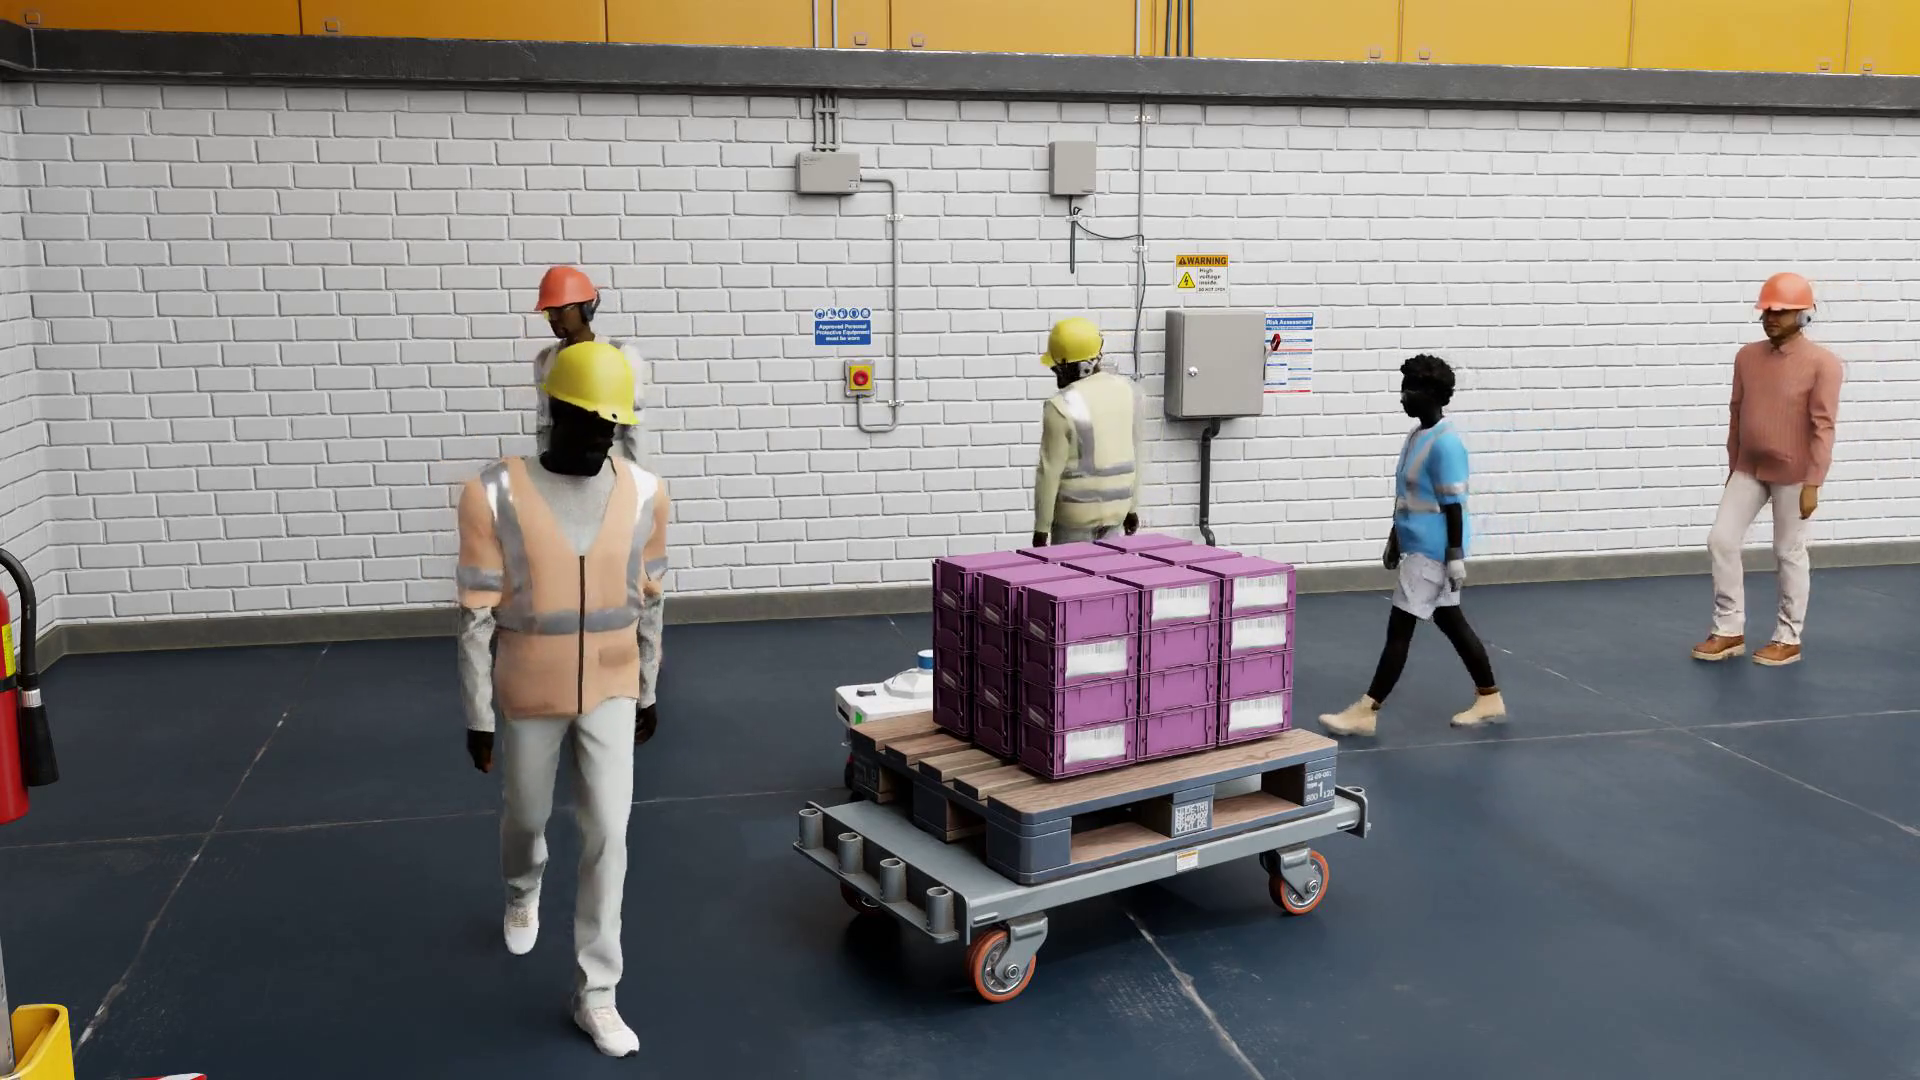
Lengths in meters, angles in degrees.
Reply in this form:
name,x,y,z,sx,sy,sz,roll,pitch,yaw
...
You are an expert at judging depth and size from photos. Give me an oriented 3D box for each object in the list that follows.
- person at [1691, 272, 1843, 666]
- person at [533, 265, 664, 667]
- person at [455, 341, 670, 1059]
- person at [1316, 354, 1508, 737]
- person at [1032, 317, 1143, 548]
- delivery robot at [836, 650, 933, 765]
name,x,y,z,sx,sy,sz,roll,pitch,yaw
person,3.986,-0.329,8.254,0.721,1.966,0.649,-5,11,-26
person,-1.743,-0.302,7.970,0.655,2.021,0.682,4,11,23
person,-1.104,0.376,4.623,0.596,1.875,0.944,-5,11,-27
person,2.018,0.031,7.146,0.848,1.651,0.551,1,10,5
person,0.575,-0.138,7.700,0.617,1.784,0.450,-8,13,-37
delivery robot,-0.112,0.667,6.394,0.707,0.478,0.477,-3,11,-18
